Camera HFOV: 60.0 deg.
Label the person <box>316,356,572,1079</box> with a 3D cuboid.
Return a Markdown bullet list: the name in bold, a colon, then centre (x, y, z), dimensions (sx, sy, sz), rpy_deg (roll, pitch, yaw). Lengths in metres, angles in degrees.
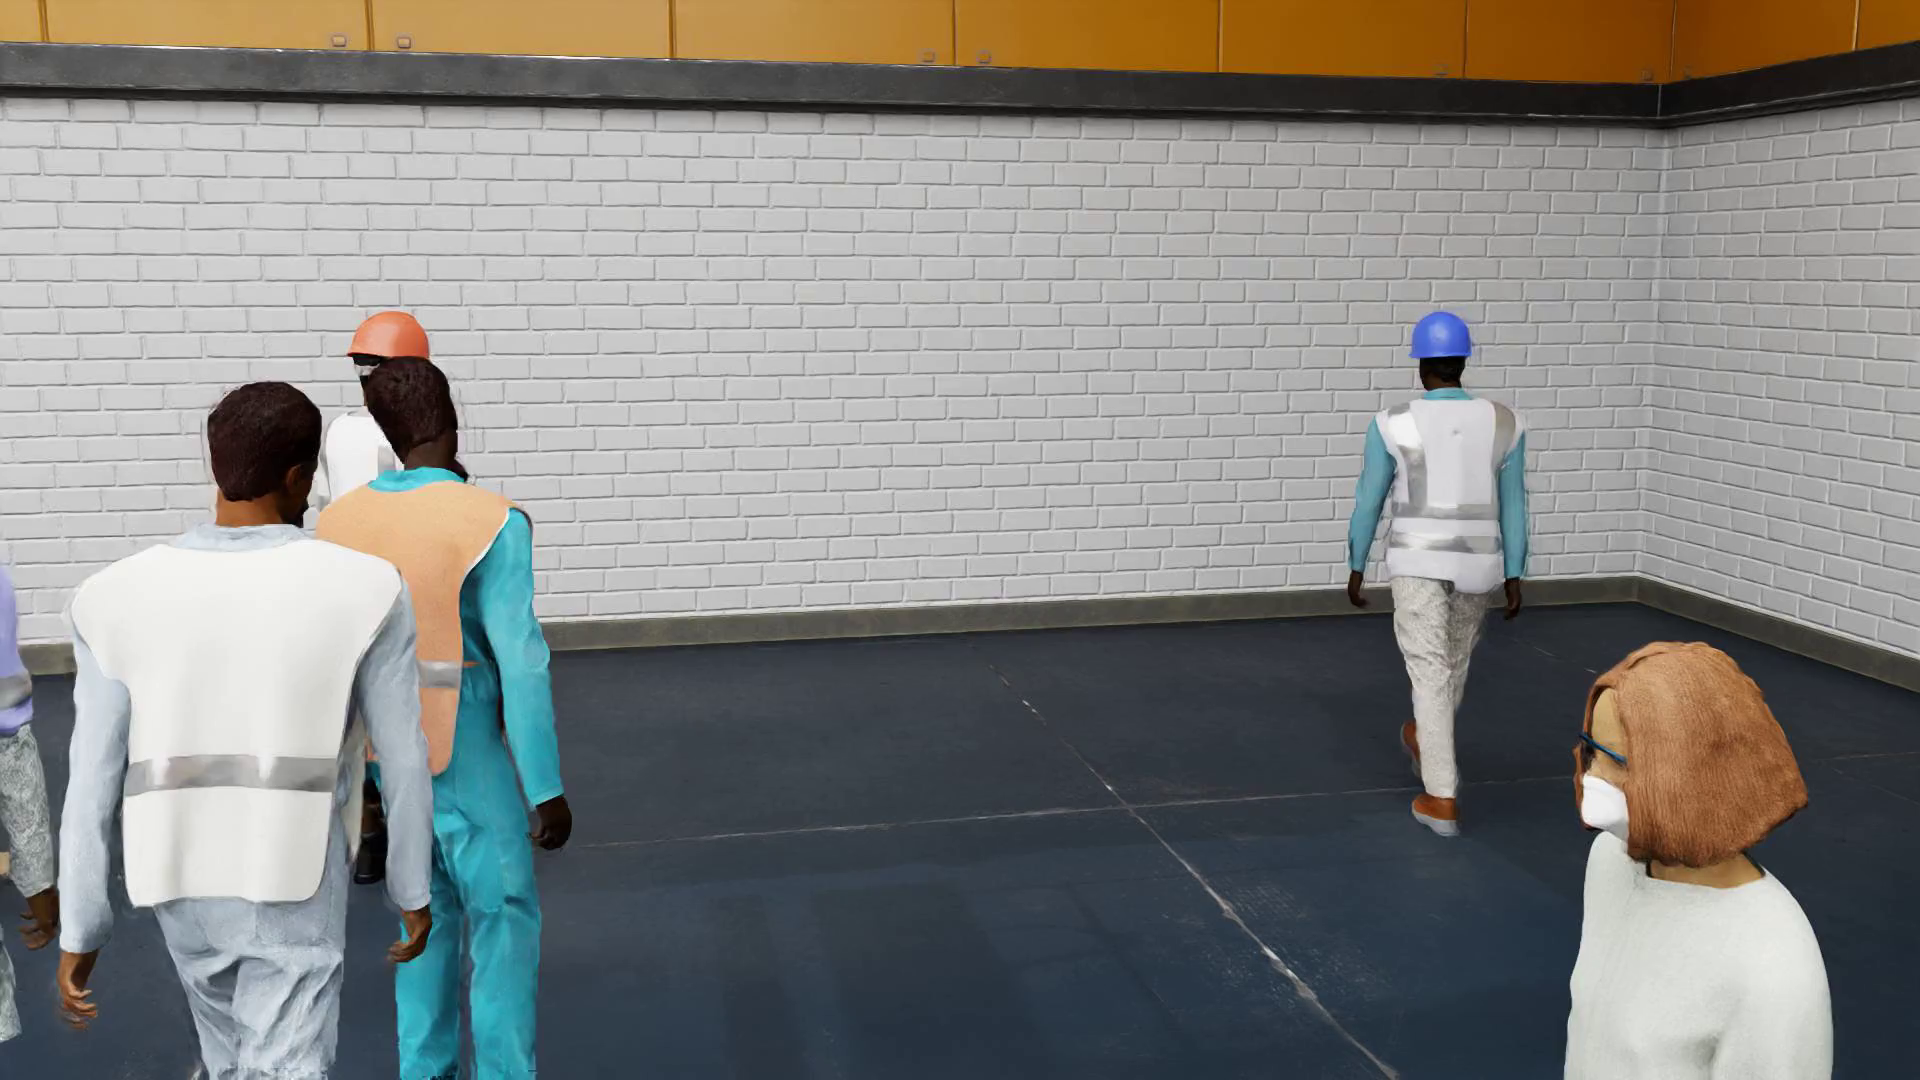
- **person**: centre (-1.147, 0.527, 3.789), dimensions (0.809, 1.868, 0.368), rpy_deg (6, 11, 33)

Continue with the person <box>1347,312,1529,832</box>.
- **person**: centre (1.801, 0.084, 6.395), dimensions (0.633, 1.891, 0.984), rpy_deg (-1, 9, -5)

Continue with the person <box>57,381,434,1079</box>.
- **person**: centre (-1.314, 0.649, 3.092), dimensions (0.624, 1.864, 1.035), rpy_deg (-1, 9, -4)

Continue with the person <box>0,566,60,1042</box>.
- **person**: centre (-1.971, 0.632, 3.032), dimensions (0.578, 1.907, 0.527), rpy_deg (-6, 11, -32)

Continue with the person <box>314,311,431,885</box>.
- **person**: centre (-1.860, 0.212, 5.526), dimensions (0.542, 1.929, 0.373), rpy_deg (5, 11, 30)

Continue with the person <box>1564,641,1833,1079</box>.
- **person**: centre (0.885, 0.927, 2.101), dimensions (0.278, 1.627, 0.505), rpy_deg (0, 9, -2)
